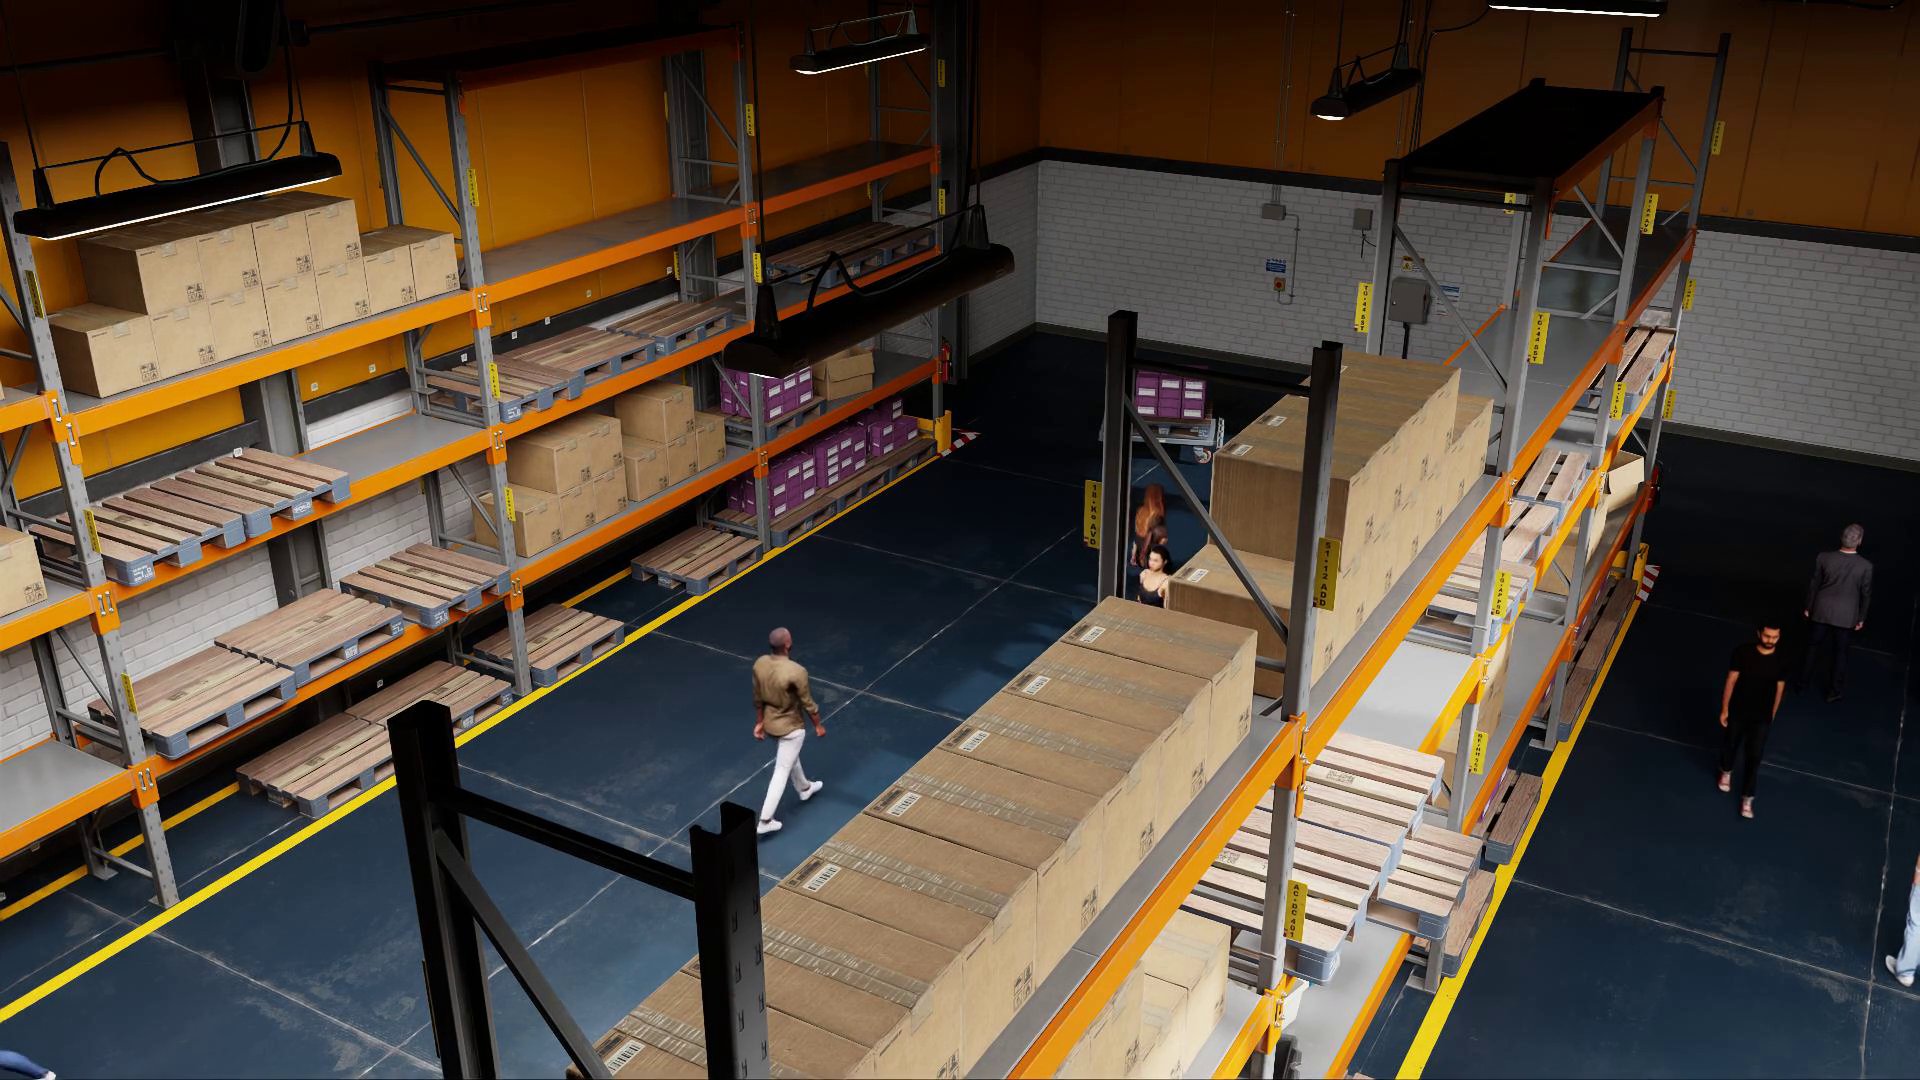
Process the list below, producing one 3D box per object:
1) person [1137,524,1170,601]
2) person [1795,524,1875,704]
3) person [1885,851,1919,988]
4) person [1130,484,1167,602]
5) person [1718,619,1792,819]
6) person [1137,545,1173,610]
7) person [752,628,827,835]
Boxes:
[{"bbox_3d":[1.856,0.584,16.652,1.004,1.530,0.929,-8,25,-17],"label":"person"},{"bbox_3d":[8.430,0.690,16.020,0.710,1.842,0.595,14,27,30],"label":"person"},{"bbox_3d":[7.156,2.424,12.030,0.738,1.861,0.683,4,24,10],"label":"person"},{"bbox_3d":[1.870,0.230,17.249,0.800,1.700,0.758,-9,25,-20],"label":"person"},{"bbox_3d":[6.813,1.455,14.415,0.719,1.725,1.047,9,25,19],"label":"person"},{"bbox_3d":[1.885,0.828,15.867,1.007,1.712,0.795,-18,29,-35],"label":"person"},{"bbox_3d":[-1.513,1.628,13.951,0.837,1.781,1.210,17,29,34],"label":"person"}]
